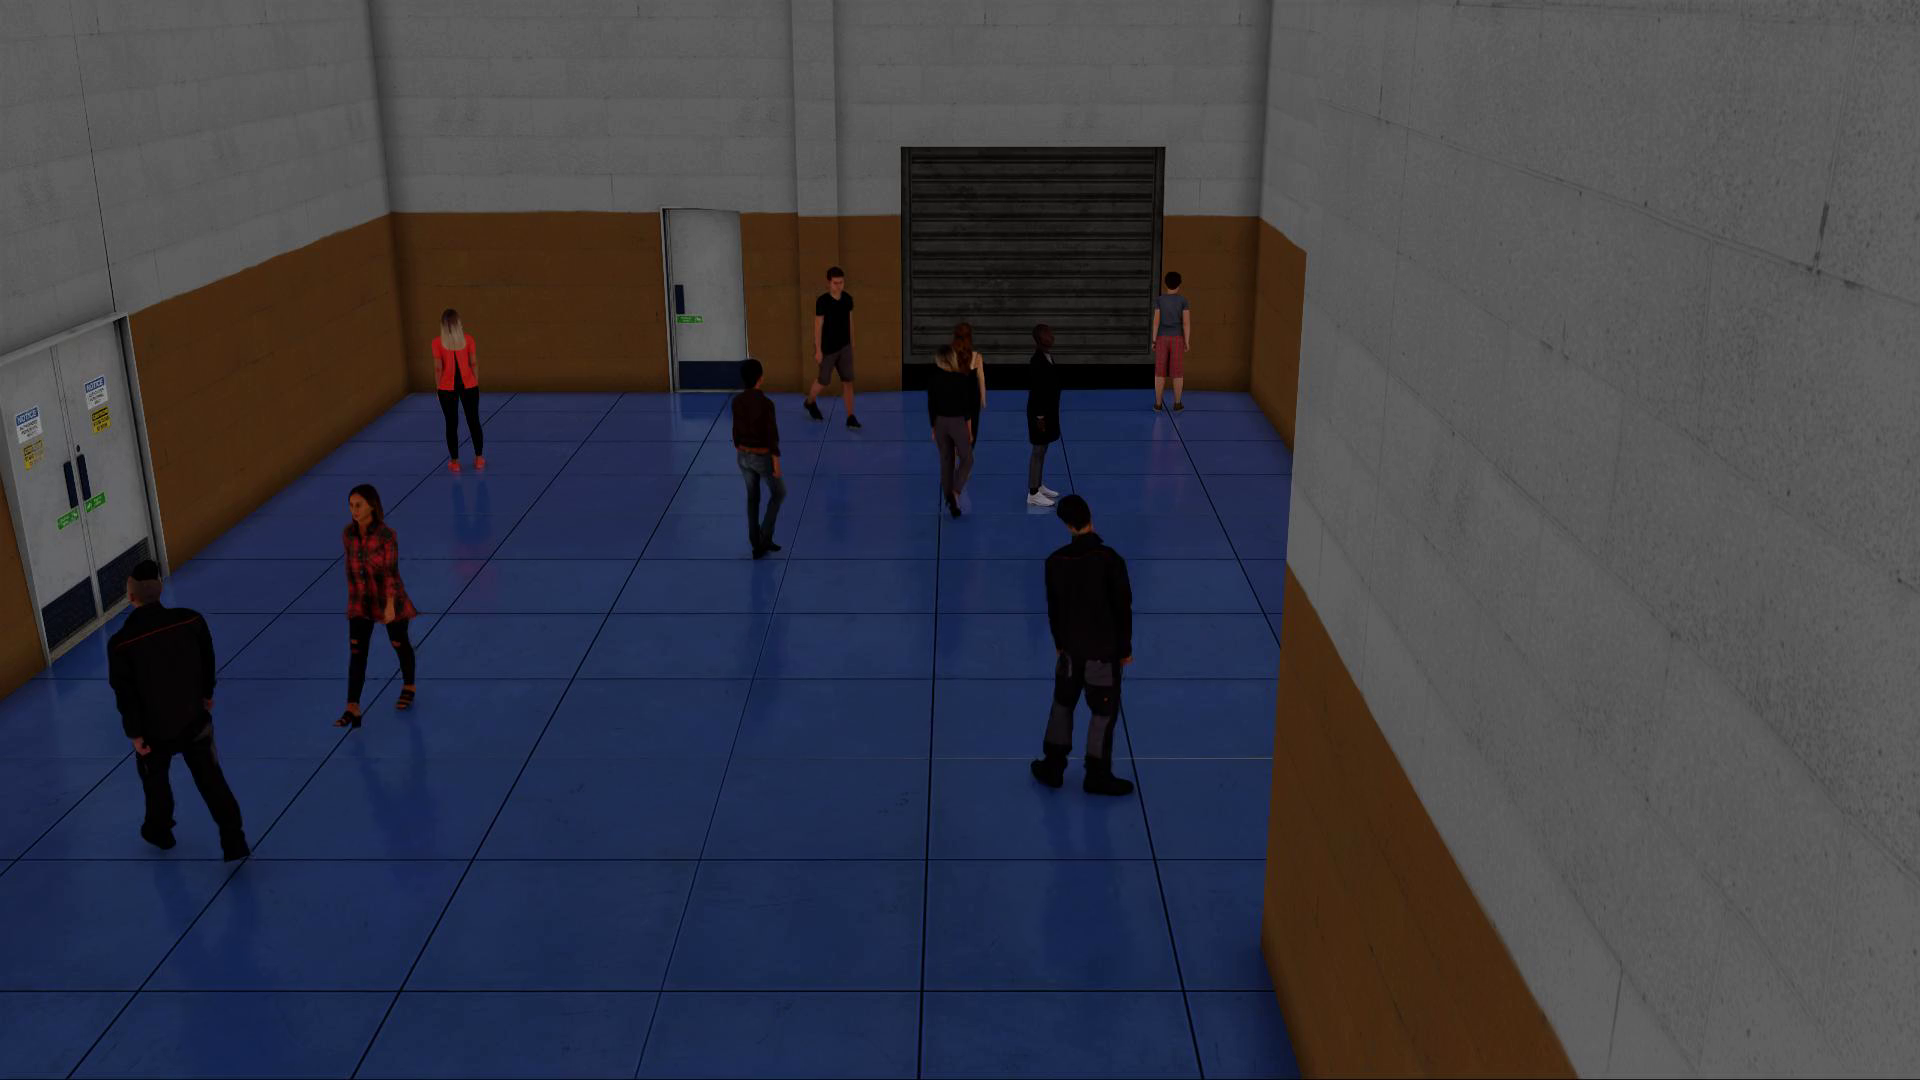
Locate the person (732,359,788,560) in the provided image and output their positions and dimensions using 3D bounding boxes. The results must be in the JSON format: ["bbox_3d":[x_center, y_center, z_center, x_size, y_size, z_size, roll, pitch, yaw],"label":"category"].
[{"bbox_3d":[-1.814,-0.675,14.525,0.696,1.765,0.826,10,21,28],"label":"person"}]

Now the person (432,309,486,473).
[{"bbox_3d":[-5.209,-1.562,17.267,0.598,1.694,0.725,-8,20,-22],"label":"person"}]

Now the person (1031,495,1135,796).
[{"bbox_3d":[0.834,0.675,10.296,0.975,1.909,0.853,-15,24,-37],"label":"person"}]

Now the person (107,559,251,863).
[{"bbox_3d":[-4.407,1.003,9.410,1.273,1.830,1.204,17,25,41],"label":"person"}]

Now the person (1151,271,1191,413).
[{"bbox_3d":[2.474,-2.337,19.617,0.504,1.649,0.690,3,19,9],"label":"person"}]

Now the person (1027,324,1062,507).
[{"bbox_3d":[0.782,-1.233,16.188,0.623,1.761,0.685,4,19,12],"label":"person"}]

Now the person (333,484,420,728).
[{"bbox_3d":[-3.937,0.422,11.428,1.034,1.664,0.879,5,19,15],"label":"person"}]

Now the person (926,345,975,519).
[{"bbox_3d":[-0.122,-0.973,15.586,0.727,1.652,0.796,8,20,23],"label":"person"}]

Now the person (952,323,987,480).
[{"bbox_3d":[0.024,-1.368,16.825,0.578,1.609,0.676,3,19,10],"label":"person"}]

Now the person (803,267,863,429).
[{"bbox_3d":[-1.488,-2.202,18.953,1.259,1.829,1.234,-15,23,-37],"label":"person"}]
